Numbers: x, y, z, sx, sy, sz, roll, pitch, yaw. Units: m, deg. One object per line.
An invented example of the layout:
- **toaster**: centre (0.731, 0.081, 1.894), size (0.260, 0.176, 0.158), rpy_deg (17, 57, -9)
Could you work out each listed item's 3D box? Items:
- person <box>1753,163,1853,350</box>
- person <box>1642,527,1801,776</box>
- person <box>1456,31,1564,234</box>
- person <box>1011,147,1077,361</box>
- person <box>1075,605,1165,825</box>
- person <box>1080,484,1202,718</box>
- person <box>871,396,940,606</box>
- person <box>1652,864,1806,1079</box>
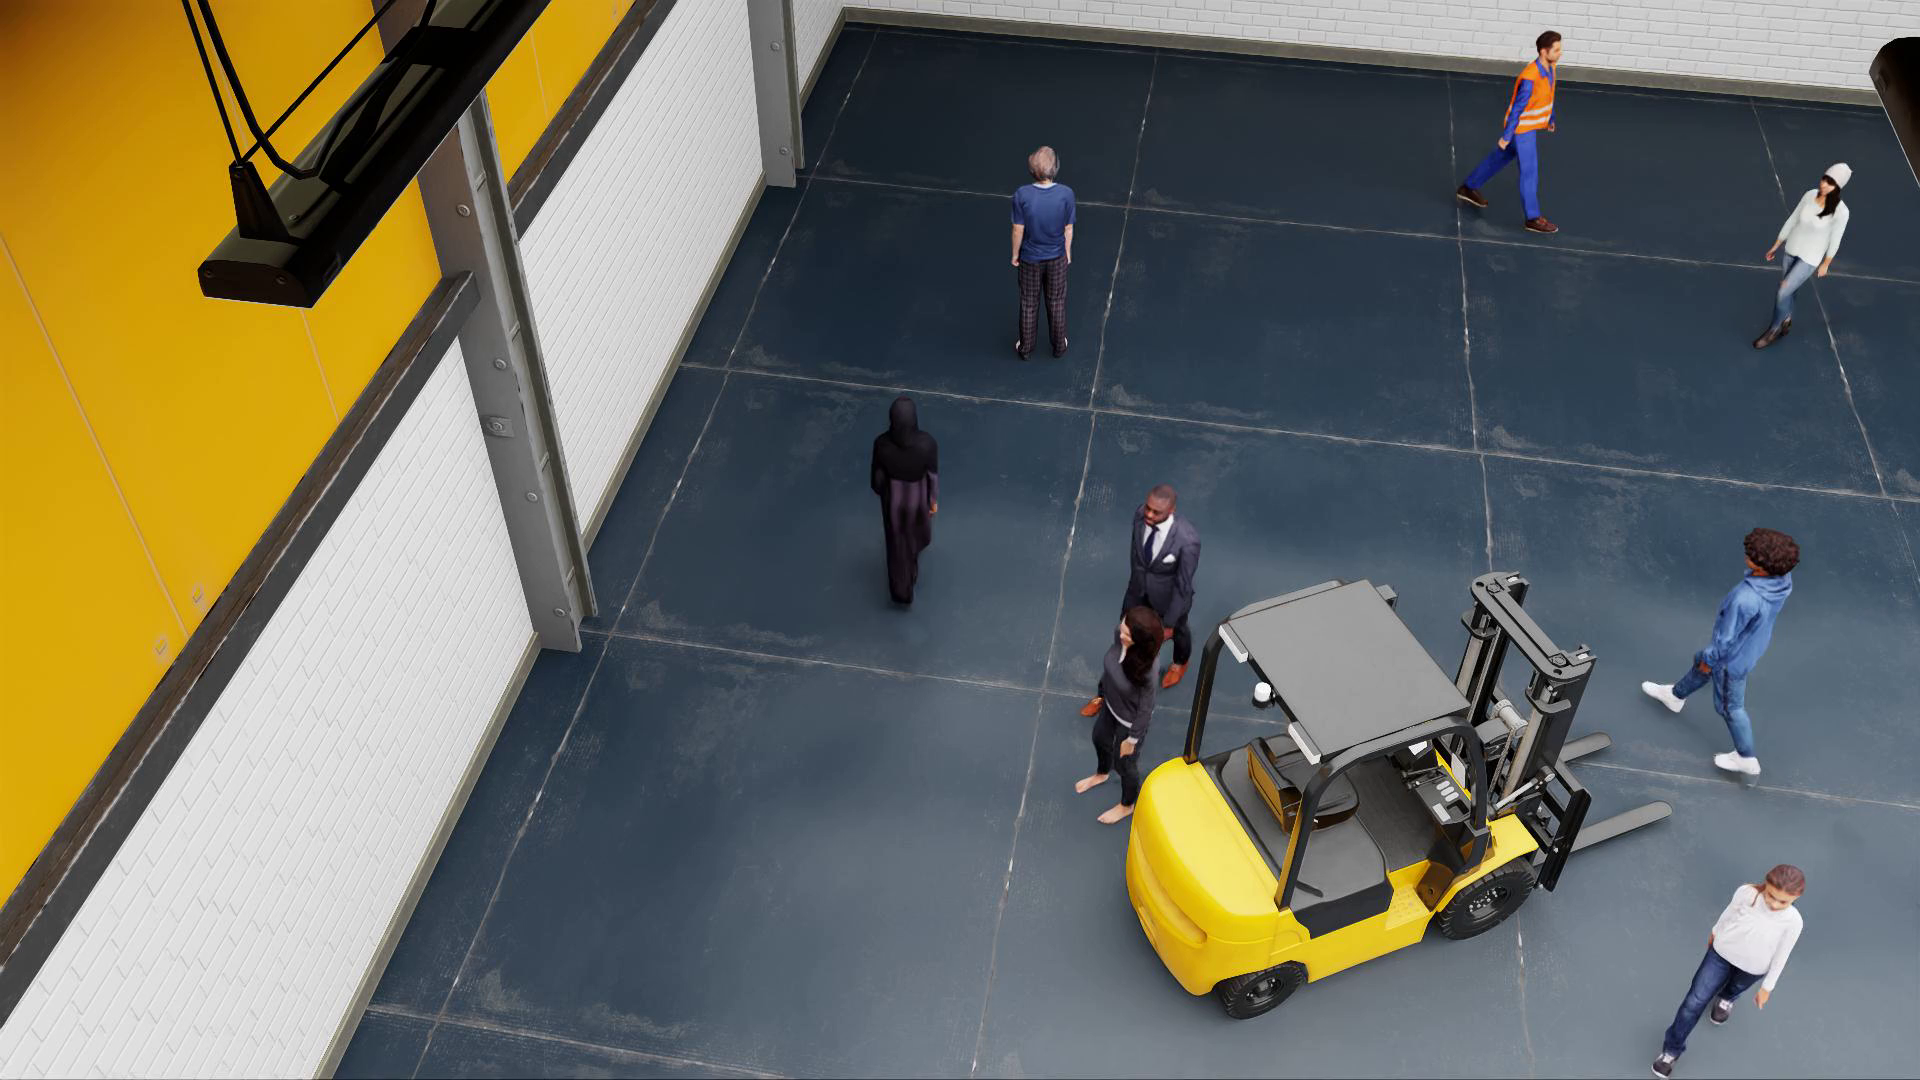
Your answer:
- **person**: centre (6.833, -2.313, 13.375), size (0.797, 1.630, 0.746), rpy_deg (-15, 46, -16)
- **person**: centre (4.799, 0.706, 10.106), size (1.185, 1.768, 1.197), rpy_deg (-30, 51, -27)
- **person**: centre (4.867, -3.627, 14.616), size (1.145, 1.820, 1.284), rpy_deg (25, 49, 24)
- **person**: centre (0.654, -2.247, 13.132), size (0.700, 1.870, 0.610), rpy_deg (-2, 44, -2)
- **person**: centre (1.029, 0.988, 9.812), size (0.814, 1.765, 0.721), rpy_deg (-17, 46, -17)
- **person**: centre (1.312, 0.315, 10.505), size (1.118, 1.784, 1.298), rpy_deg (32, 52, 29)
- **person**: centre (-0.379, -0.265, 11.242), size (0.750, 1.606, 1.130), rpy_deg (0, 44, 0)
- **person**: centre (4.163, 2.149, 8.776), size (0.882, 1.512, 1.132), rpy_deg (28, 50, 26)
